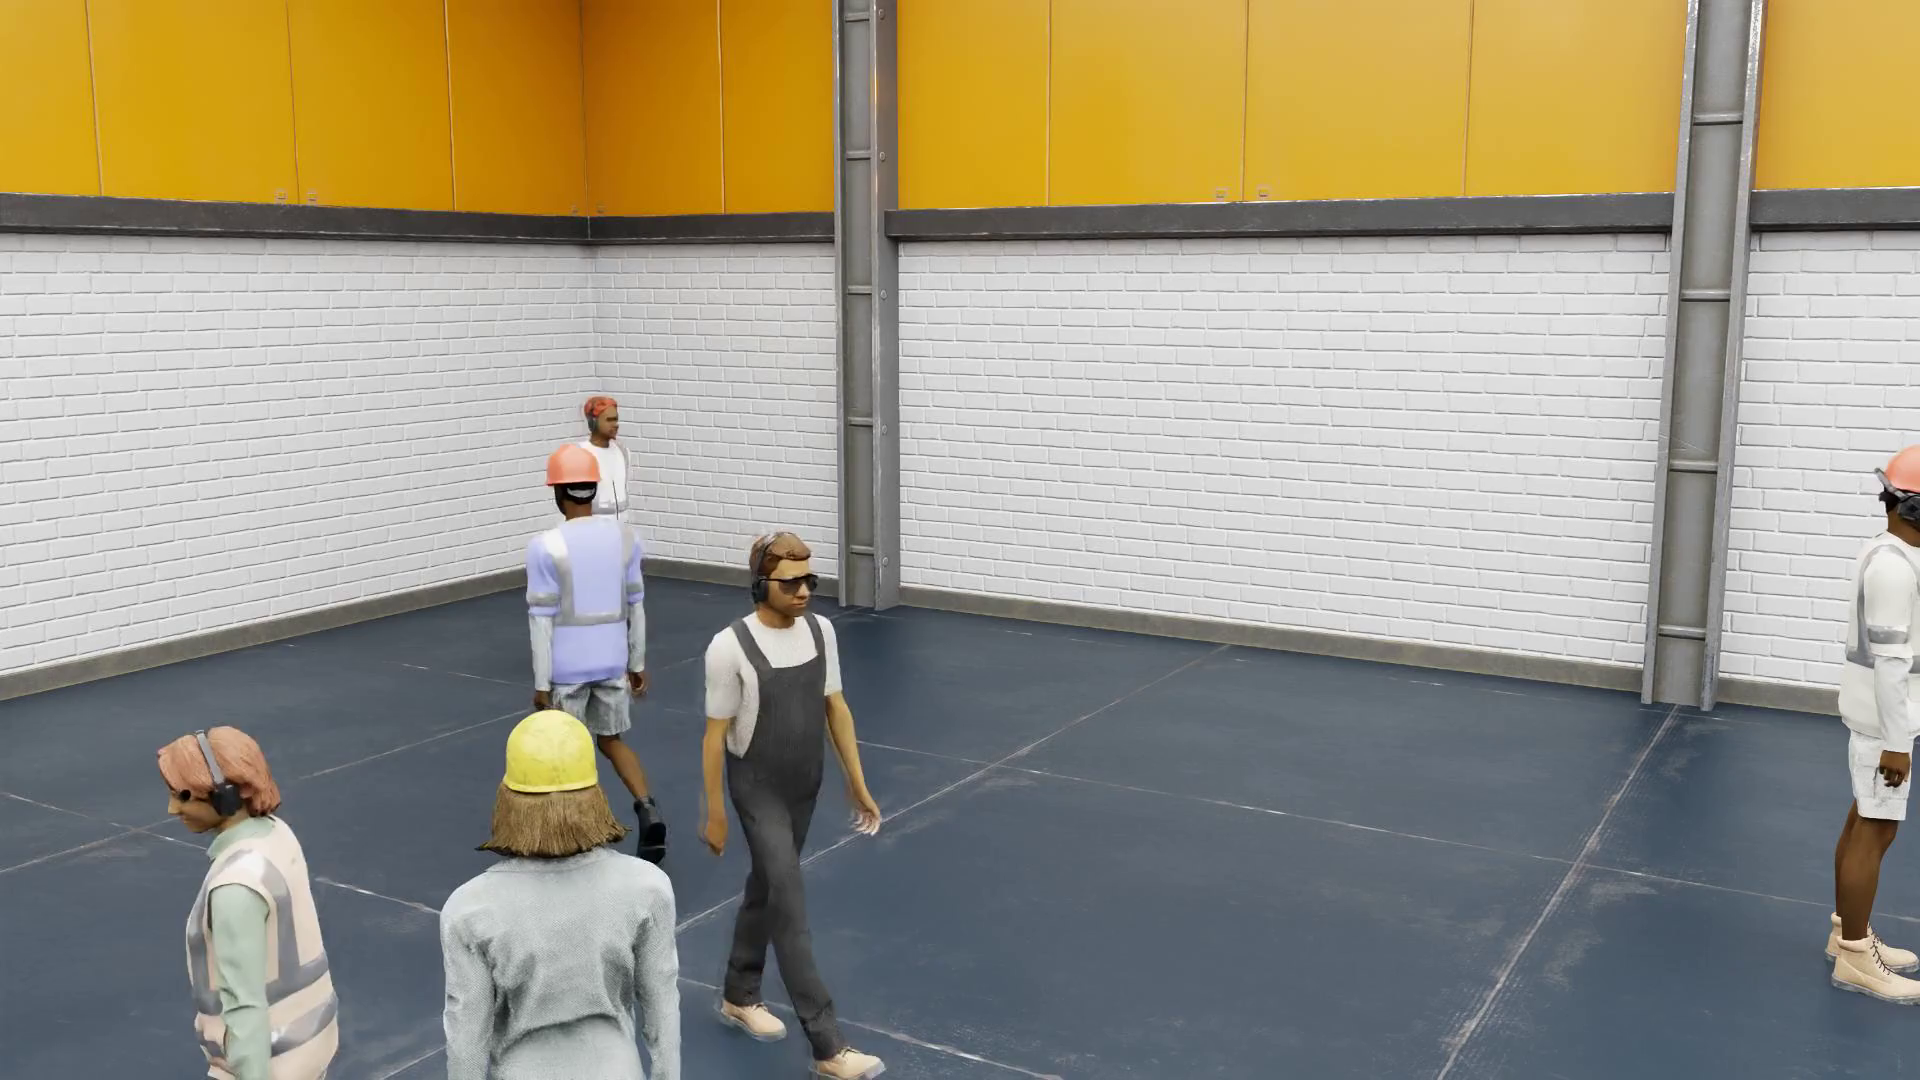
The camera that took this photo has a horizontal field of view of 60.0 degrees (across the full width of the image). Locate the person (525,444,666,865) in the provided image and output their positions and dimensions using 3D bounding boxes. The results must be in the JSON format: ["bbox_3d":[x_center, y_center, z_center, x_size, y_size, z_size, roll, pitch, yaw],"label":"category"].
[{"bbox_3d":[-1.586,0.543,7.236,0.552,1.917,0.642,-8,12,-40],"label":"person"}]

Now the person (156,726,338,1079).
[{"bbox_3d":[-1.635,1.218,3.878,0.377,1.621,0.552,-2,9,-13],"label":"person"}]

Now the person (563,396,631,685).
[{"bbox_3d":[-2.362,0.004,10.715,0.552,1.870,0.582,6,11,34],"label":"person"}]

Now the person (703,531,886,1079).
[{"bbox_3d":[-0.522,0.871,5.505,0.927,1.799,0.533,7,12,39],"label":"person"}]

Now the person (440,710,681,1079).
[{"bbox_3d":[-0.840,1.218,3.551,0.492,1.740,0.324,-4,10,-23],"label":"person"}]

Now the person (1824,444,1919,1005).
[{"bbox_3d":[3.448,0.658,6.125,0.382,2.038,0.606,4,10,25],"label":"person"}]
